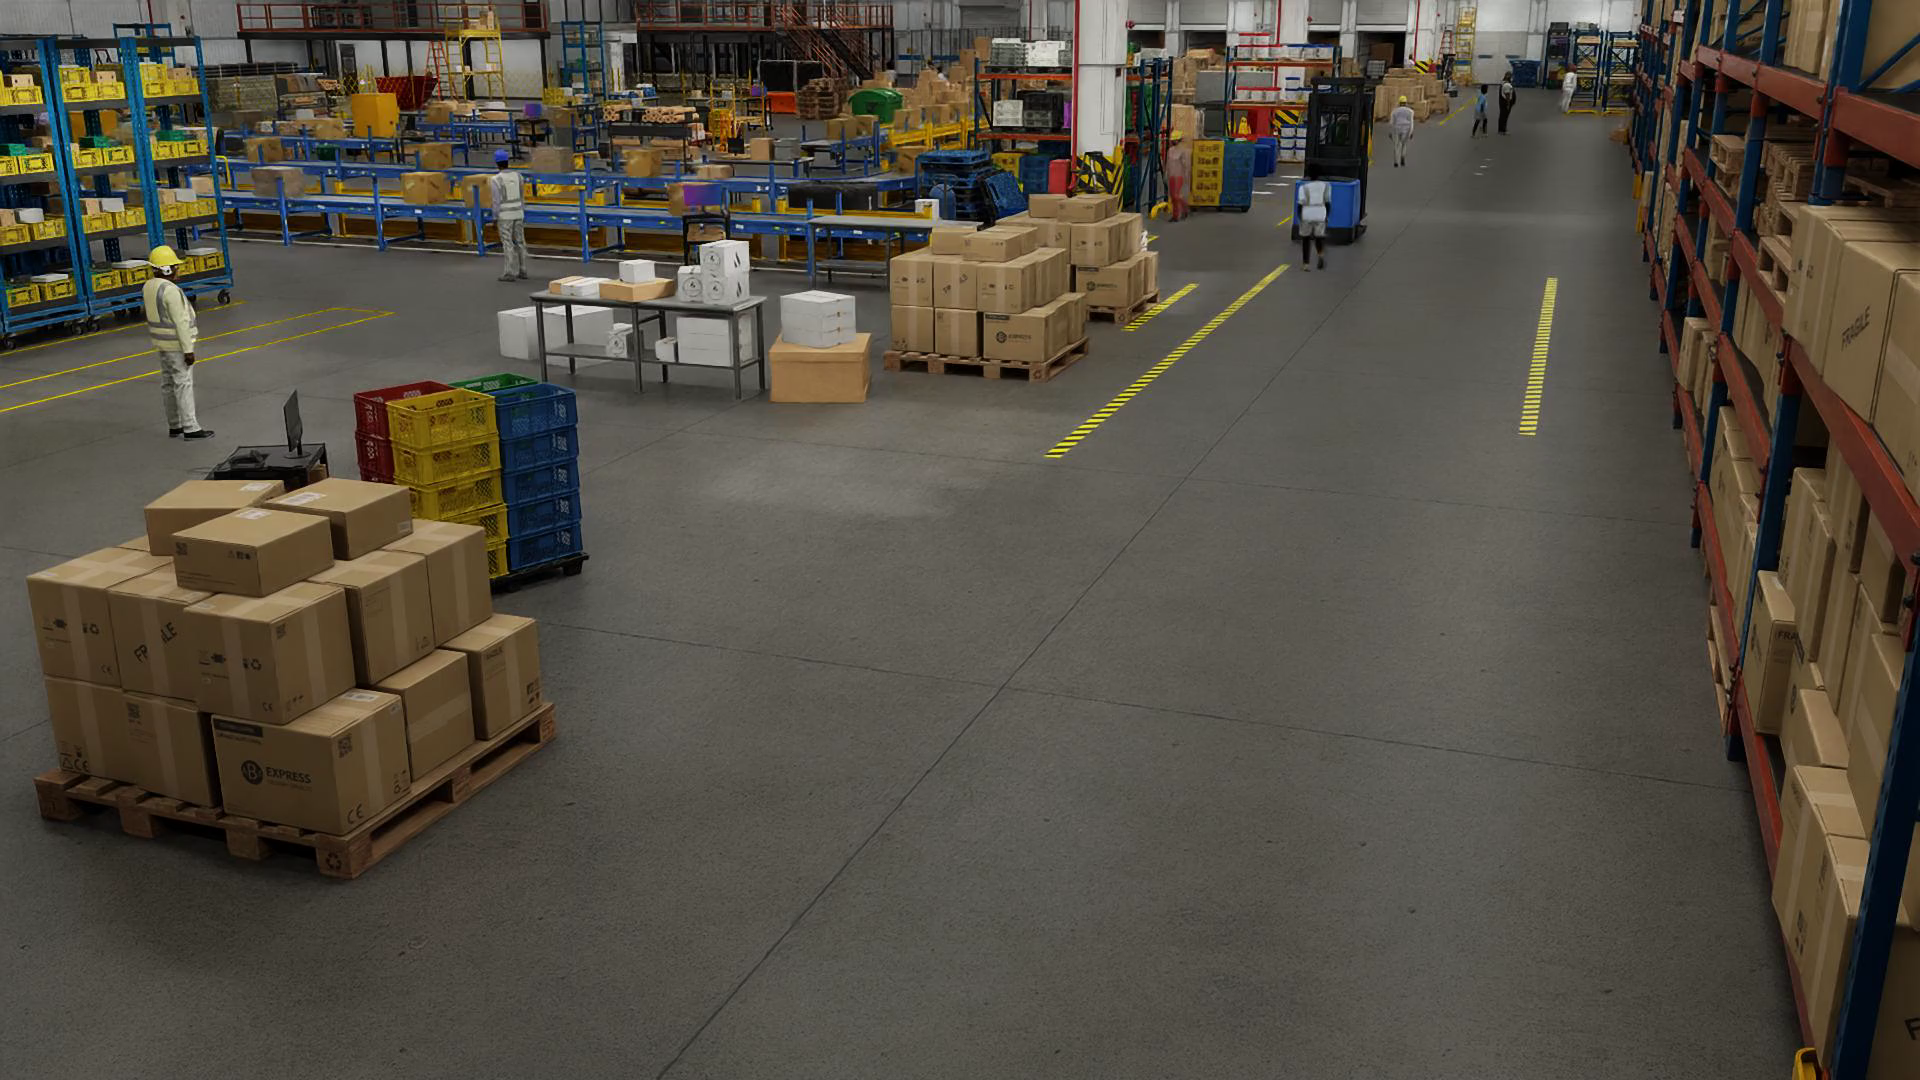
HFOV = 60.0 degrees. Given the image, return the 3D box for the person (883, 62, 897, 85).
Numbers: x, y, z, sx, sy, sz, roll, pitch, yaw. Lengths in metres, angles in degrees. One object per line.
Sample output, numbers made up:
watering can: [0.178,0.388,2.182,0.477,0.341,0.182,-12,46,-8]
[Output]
person: [-2.894,-18.514,67.849,0.623,1.949,0.454,-8,20,-25]

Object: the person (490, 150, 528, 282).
person: [-6.766,-4.848,24.912,0.402,1.941,0.602,12,21,32]

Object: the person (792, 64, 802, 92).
person: [-6.930,-19.249,70.454,0.449,1.750,0.559,7,19,20]

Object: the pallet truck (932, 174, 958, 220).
pallet truck: [-0.507,-5.292,27.348,0.653,1.274,1.630,6,19,19]

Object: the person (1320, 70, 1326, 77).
person: [13.235,-16.297,61.024,0.622,1.852,0.522,-13,22,-35]

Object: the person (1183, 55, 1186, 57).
person: [11.249,-23.530,83.852,0.610,1.803,0.871,-9,20,-25]

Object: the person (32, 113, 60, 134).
person: [-23.456,-10.568,42.745,0.617,2.027,0.466,-9,20,-26]

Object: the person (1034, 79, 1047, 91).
person: [3.285,-18.390,67.463,0.548,1.942,0.343,8,19,23]

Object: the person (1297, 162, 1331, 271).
person: [5.483,-5.006,25.809,0.550,1.684,0.427,-2,18,-6]

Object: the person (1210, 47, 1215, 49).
person: [14.165,-26.684,93.488,0.832,1.955,0.666,12,21,32]

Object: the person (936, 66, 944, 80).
person: [-0.773,-17.937,66.225,0.919,1.838,0.527,13,22,36]

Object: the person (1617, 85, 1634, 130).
person: [21.890,-14.144,54.117,0.993,1.954,0.610,-5,18,-14]

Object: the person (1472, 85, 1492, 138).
person: [16.695,-13.624,52.912,0.727,1.665,0.555,9,20,25]

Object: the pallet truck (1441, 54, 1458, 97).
pallet truck: [22.765,-21.886,78.355,0.823,1.965,1.885,-4,18,-14]

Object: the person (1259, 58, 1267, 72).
person: [16.217,-25.196,89.012,0.429,1.841,0.633,7,19,22]

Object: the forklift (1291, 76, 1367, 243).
forklift: [6.598,-6.755,29.381,1.129,2.768,1.873,6,19,19]

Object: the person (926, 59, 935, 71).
person: [-1.354,-20.605,74.577,0.345,1.847,0.508,13,22,36]

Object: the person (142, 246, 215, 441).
person: [-7.383,-1.846,15.655,0.588,1.833,0.404,14,22,37]

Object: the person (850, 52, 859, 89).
person: [-5.478,-24.533,86.861,0.574,1.881,0.358,7,19,20]

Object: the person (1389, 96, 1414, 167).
person: [11.531,-10.686,43.484,0.622,1.796,0.835,5,18,14]

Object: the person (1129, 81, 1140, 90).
person: [7.044,-18.206,66.930,0.611,1.904,0.494,-6,19,-19]

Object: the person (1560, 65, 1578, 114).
person: [24.086,-17.800,65.724,0.414,1.866,0.626,-10,20,-29]

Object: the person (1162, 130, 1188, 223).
person: [4.117,-6.945,31.814,0.371,1.747,0.521,-10,20,-30]

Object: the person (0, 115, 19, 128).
person: [-27.810,-12.333,48.487,0.639,1.911,0.402,-4,18,-12]

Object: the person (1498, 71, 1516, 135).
person: [17.938,-14.323,54.524,0.537,2.000,0.694,0,18,0]

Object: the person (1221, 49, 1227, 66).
person: [14.851,-26.821,94.112,1.002,1.842,0.626,15,23,40]

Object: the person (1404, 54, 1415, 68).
person: [21.522,-22.273,79.670,0.357,1.937,0.638,-10,20,-28]
